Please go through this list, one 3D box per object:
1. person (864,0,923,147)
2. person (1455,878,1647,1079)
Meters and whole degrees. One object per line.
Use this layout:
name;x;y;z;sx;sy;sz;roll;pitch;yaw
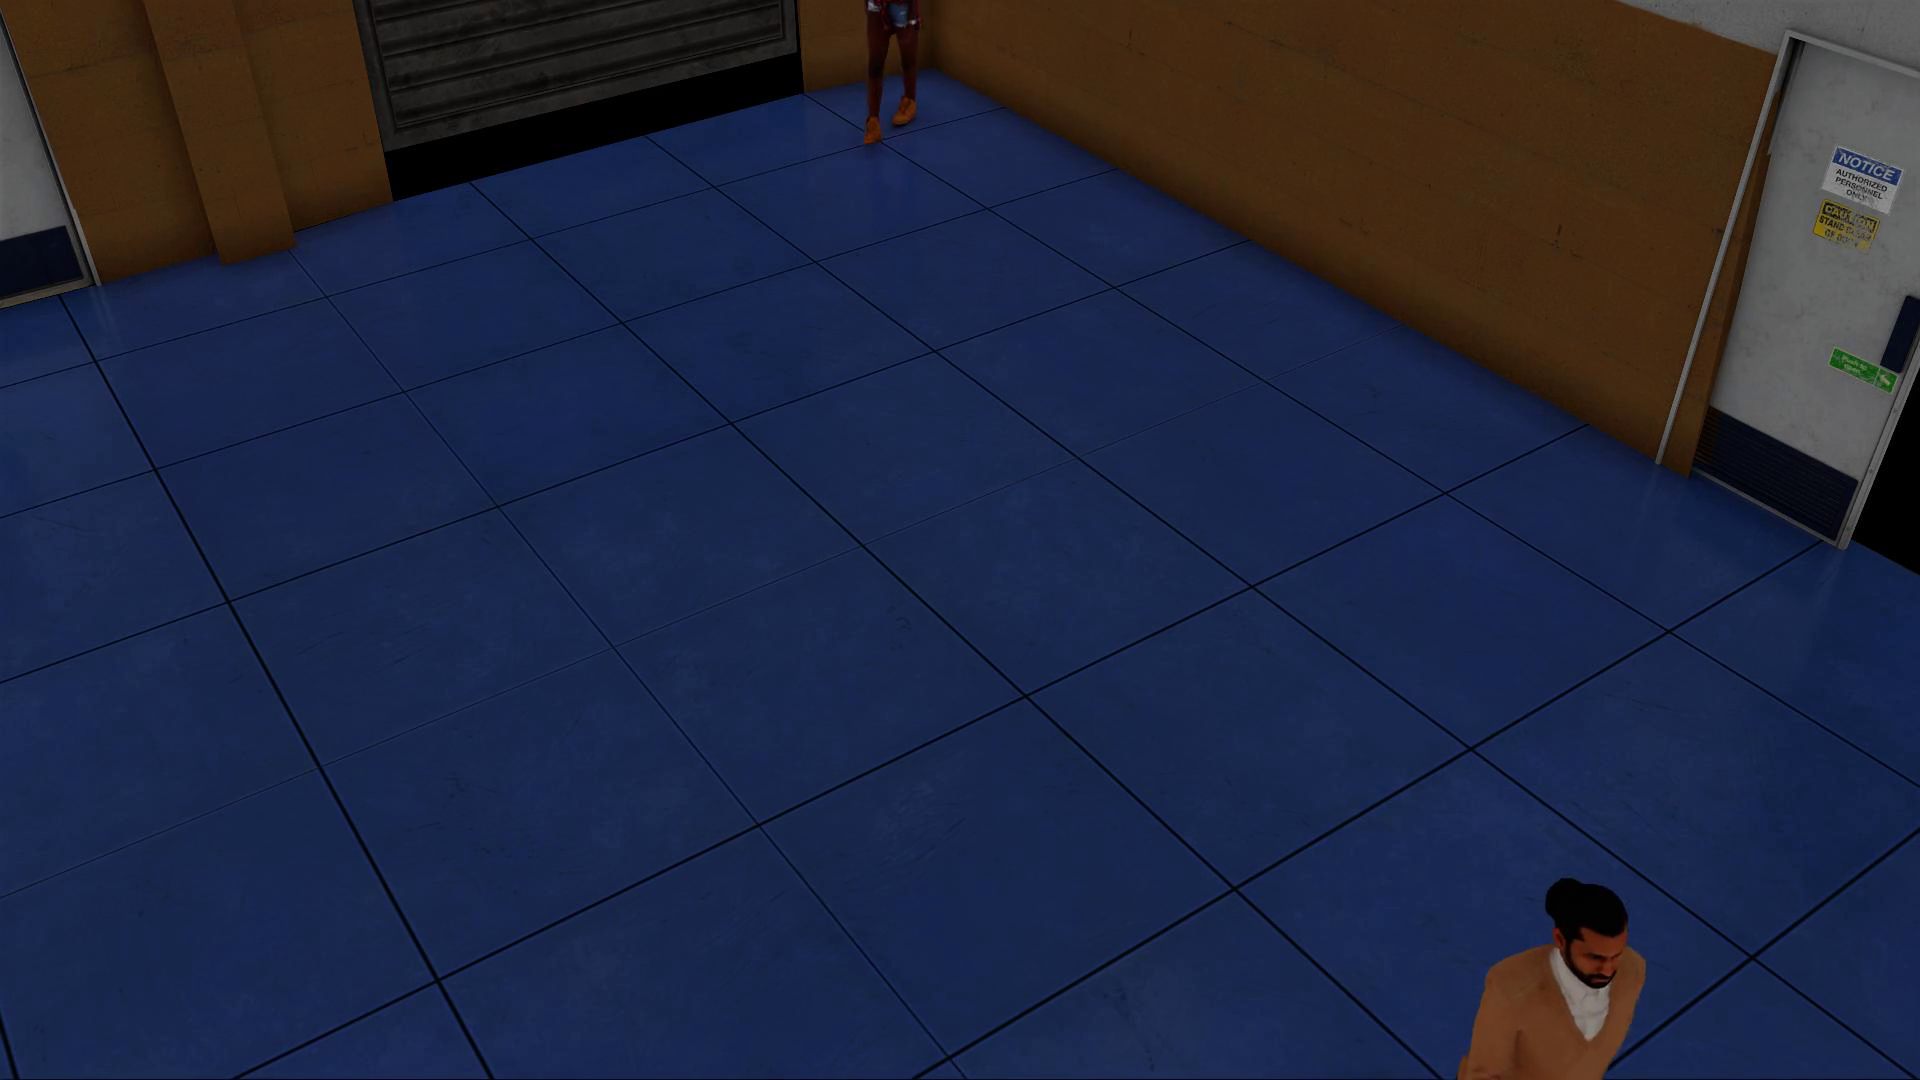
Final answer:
person;-0.449;-3.644;11.607;0.998;1.675;1.140;17;40;21
person;1.544;1.535;4.650;0.706;1.743;0.821;-7;37;-9
